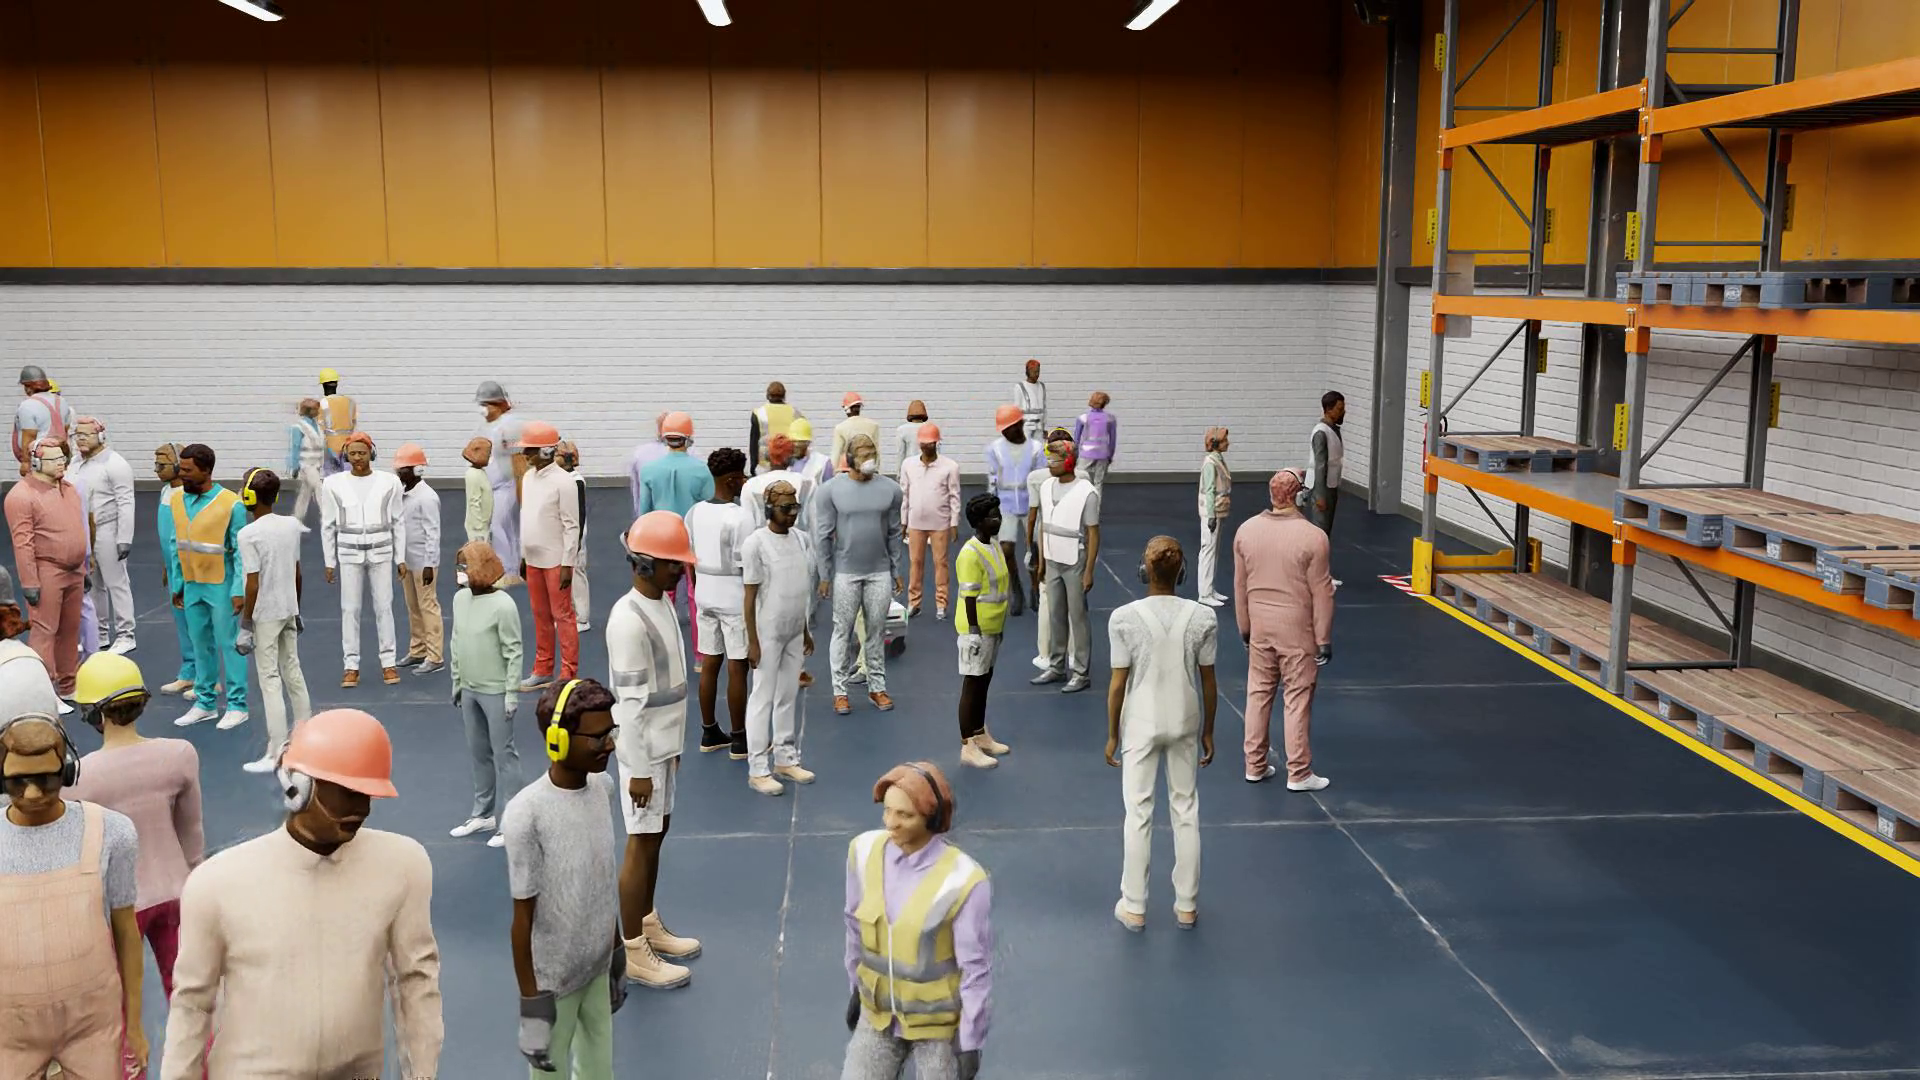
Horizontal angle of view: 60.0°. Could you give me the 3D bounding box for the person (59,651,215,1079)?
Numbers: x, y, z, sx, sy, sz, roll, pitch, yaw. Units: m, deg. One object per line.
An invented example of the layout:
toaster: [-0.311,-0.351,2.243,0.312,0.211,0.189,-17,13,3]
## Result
person: [-2.848,1.249,5.714,0.351,1.759,0.523,6,11,34]

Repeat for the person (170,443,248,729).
person: [-5.019,0.302,11.144,0.587,1.920,0.391,3,10,18]

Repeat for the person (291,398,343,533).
person: [-7.499,-0.859,19.455,0.893,1.582,0.512,1,9,6]

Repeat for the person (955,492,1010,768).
person: [0.141,0.546,10.305,0.318,1.697,0.535,3,9,17]

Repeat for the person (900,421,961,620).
person: [-0.275,-0.167,14.600,0.564,1.753,0.336,3,9,17]

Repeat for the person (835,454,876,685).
person: [-0.758,0.192,12.351,0.332,1.750,0.573,-1,9,-5]

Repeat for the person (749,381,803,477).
person: [-2.100,-0.899,18.973,0.659,1.826,0.504,-3,10,-21]

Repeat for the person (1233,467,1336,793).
person: [1.924,0.523,9.781,0.651,1.912,0.409,9,12,43]

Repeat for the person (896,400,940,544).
person: [-0.472,-0.763,18.723,0.498,1.633,0.284,-1,9,-7]

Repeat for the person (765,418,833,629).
person: [-1.402,-0.135,14.209,0.649,1.814,0.506,1,9,4]

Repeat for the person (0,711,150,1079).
person: [-2.539,1.374,4.653,0.507,1.844,0.346,-5,10,-29]

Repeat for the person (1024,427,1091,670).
person: [0.755,0.067,12.774,0.532,1.871,0.321,-1,9,-4]

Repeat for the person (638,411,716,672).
person: [-2.125,0.020,12.662,0.622,1.996,0.372,1,9,4]

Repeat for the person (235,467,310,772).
person: [-4.209,0.486,10.135,0.328,1.873,0.521,3,9,17]

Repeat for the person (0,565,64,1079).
person: [-3.561,1.054,6.043,0.689,2.000,0.539,9,12,43]

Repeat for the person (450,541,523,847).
person: [-2.527,0.809,8.849,0.509,1.632,0.267,7,11,36]

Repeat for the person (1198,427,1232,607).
person: [2.339,-0.222,15.294,0.308,1.644,0.524,3,9,16]

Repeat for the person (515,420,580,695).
person: [-2.972,0.133,11.970,0.612,1.993,0.376,8,12,40]

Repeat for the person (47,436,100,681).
person: [-6.692,0.138,12.459,0.347,1.834,0.518,3,10,18]

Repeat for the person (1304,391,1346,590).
person: [3.521,-0.482,16.069,0.371,1.916,0.597,4,10,23]

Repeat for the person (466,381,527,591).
person: [-4.485,-0.527,15.965,0.599,2.000,0.688,-8,12,-40]

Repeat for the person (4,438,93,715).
person: [-6.278,0.241,11.564,0.408,1.908,0.643,1,9,5]

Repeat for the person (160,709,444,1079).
person: [-1.646,1.386,4.223,0.649,1.954,0.575,-8,12,-40]

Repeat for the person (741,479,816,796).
person: [-1.061,0.558,9.766,0.332,1.844,0.508,7,11,37]

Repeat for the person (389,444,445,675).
person: [-4.156,0.142,12.671,0.334,1.750,0.565,-8,12,-42]

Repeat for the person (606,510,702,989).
person: [-1.293,0.880,7.138,0.395,2.037,0.614,0,9,2]

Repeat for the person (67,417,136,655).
person: [-6.877,-0.028,13.241,0.651,1.910,0.404,4,10,23]

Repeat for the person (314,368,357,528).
person: [-7.445,-1.079,19.797,0.382,1.923,0.593,6,11,31]

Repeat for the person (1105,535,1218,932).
person: [0.924,0.891,7.675,0.514,1.844,0.333,-1,9,-5]

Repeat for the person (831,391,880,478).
person: [-1.167,-0.778,18.495,0.586,1.746,0.356,-6,11,-34]

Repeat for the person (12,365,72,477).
person: [-10.278,-0.939,18.557,0.536,2.000,0.674,2,9,10]

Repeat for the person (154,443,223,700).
person: [-5.533,0.221,11.884,0.509,1.844,0.329,7,11,36]

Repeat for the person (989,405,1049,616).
person: [0.572,-0.258,14.771,0.674,1.878,0.690,1,9,8]

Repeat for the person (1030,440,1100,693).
person: [0.794,0.186,12.115,0.384,1.839,0.565,-7,11,-37]

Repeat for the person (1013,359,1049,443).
person: [0.977,-1.536,22.830,0.585,1.879,0.371,-8,12,-40]

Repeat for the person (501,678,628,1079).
person: [-1.154,1.319,4.959,0.320,1.860,0.521,4,10,23]

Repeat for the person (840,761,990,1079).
person: [-0.141,1.437,4.931,0.543,1.620,0.359,6,11,34]

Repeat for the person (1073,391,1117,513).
person: [1.642,-1.009,20.321,0.546,1.622,0.416,0,9,-2]

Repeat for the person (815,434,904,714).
person: [-0.687,0.232,11.524,0.636,1.939,0.365,-3,10,-20]

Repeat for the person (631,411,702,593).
person: [-2.478,-0.187,14.378,0.678,1.856,0.965,2,9,11]

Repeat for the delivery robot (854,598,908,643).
delivery robot: [-0.672,0.587,13.330,0.477,0.478,0.707,-3,10,-20]

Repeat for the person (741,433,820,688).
person: [-1.309,0.157,12.201,0.638,1.875,0.398,-1,9,-9]

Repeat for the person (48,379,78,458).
person: [-11.032,-1.077,20.277,0.526,1.769,0.328,-2,9,-10]

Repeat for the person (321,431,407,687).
person: [-4.385,0.142,12.262,0.584,1.881,0.347,-3,10,-20]

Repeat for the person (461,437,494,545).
person: [-4.162,-0.085,14.465,0.287,1.633,0.497,-1,9,-9]

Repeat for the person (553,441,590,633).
person: [-3.314,-0.026,14.078,0.308,1.641,0.511,-7,11,-37]

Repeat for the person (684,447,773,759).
person: [-1.458,0.391,10.439,0.607,1.966,0.367,8,12,40]
